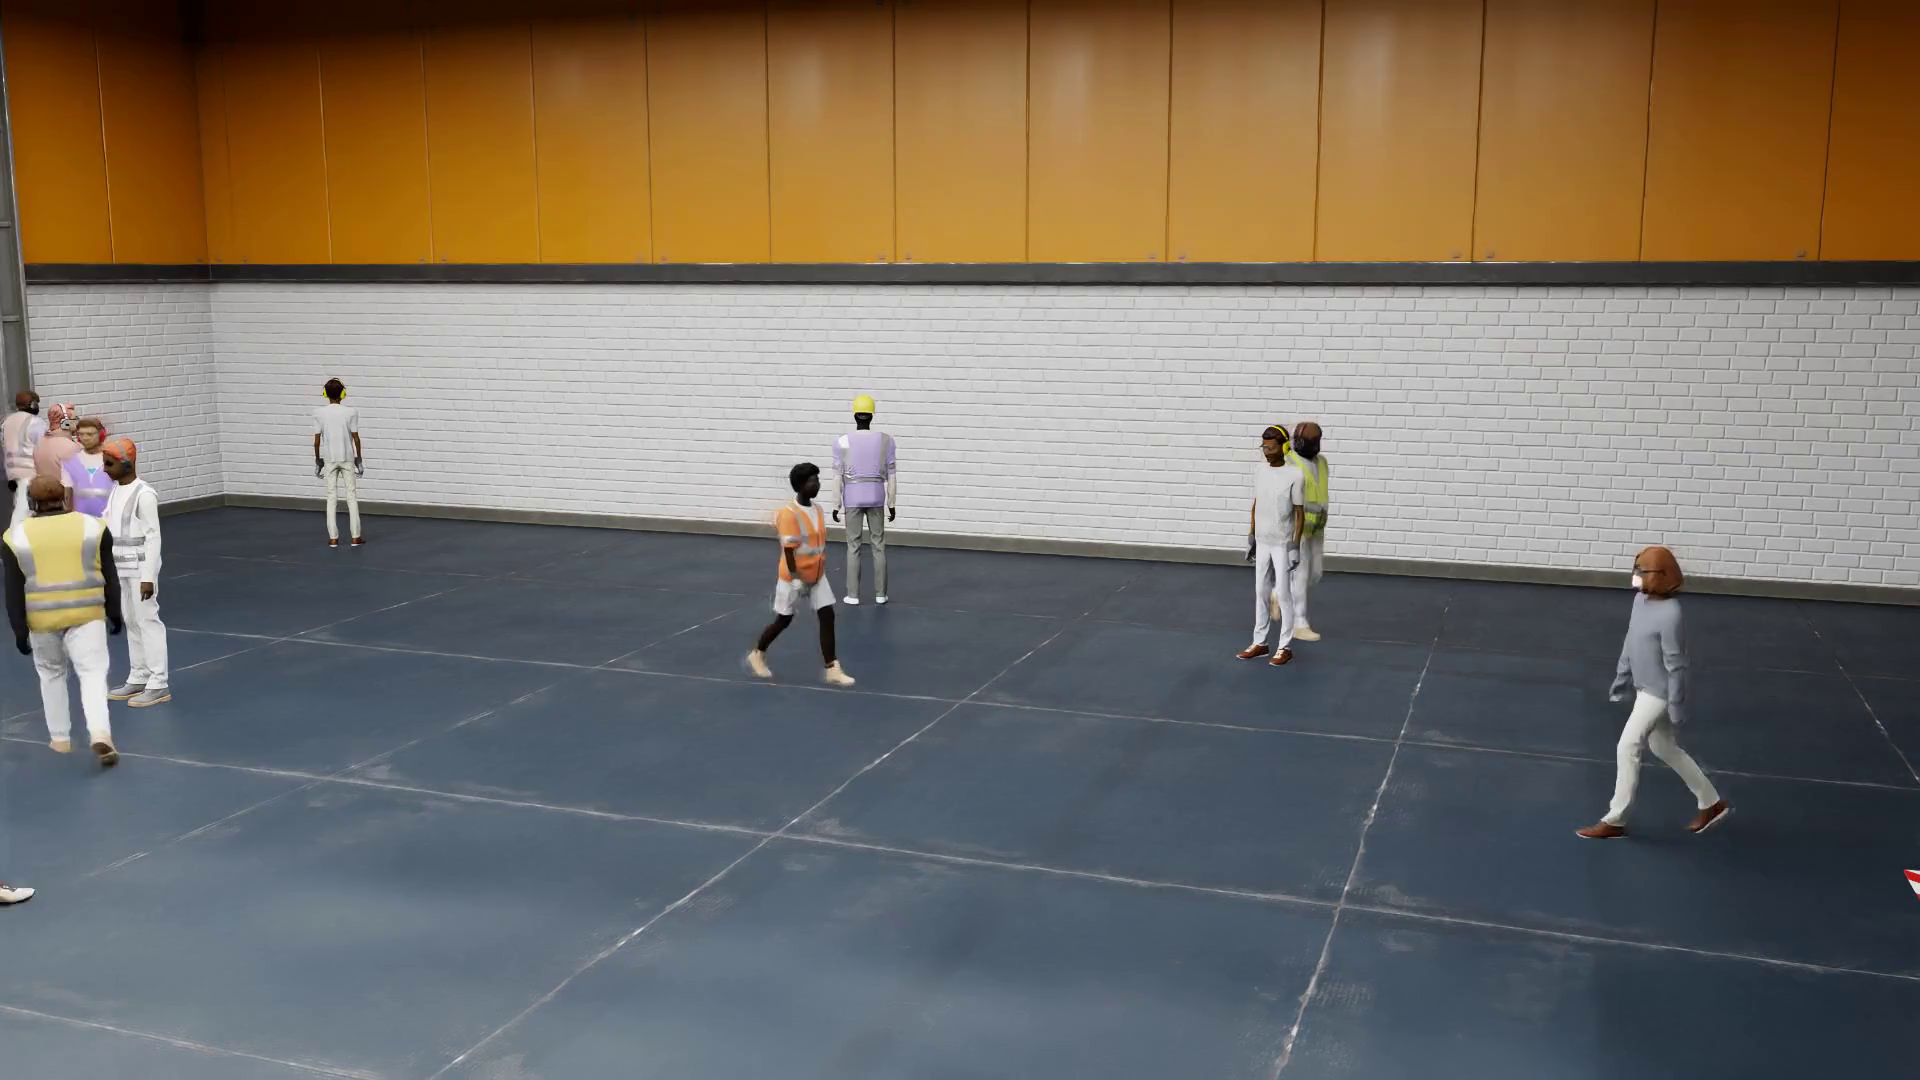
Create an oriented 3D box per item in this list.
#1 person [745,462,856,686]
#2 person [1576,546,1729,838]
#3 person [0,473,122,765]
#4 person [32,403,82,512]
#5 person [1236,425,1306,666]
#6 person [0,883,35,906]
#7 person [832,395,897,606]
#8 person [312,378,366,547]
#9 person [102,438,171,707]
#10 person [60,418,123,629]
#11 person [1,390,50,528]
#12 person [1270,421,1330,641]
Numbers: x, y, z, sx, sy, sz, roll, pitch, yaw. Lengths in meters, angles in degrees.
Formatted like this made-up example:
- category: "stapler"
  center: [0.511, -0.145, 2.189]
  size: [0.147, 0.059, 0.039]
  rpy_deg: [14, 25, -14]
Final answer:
- category: "person"
  center: [-1.205, 0.241, 12.237]
  size: [0.838, 1.662, 0.531]
  rpy_deg: [6, 11, 32]
- category: "person"
  center: [3.763, 0.813, 8.882]
  size: [0.798, 1.600, 0.500]
  rpy_deg: [1, 9, 7]
- category: "person"
  center: [-5.517, 0.498, 10.258]
  size: [0.640, 1.807, 0.859]
  rpy_deg: [-5, 10, -27]
- category: "person"
  center: [-7.710, -0.234, 14.435]
  size: [0.642, 1.909, 0.408]
  rpy_deg: [6, 11, 33]
- category: "person"
  center: [2.427, 0.038, 12.884]
  size: [0.327, 1.865, 0.521]
  rpy_deg: [-8, 12, -40]
- category: "person"
  center: [-4.890, 0.952, 7.657]
  size: [0.901, 1.719, 0.540]
  rpy_deg: [-4, 10, -24]
- category: "person"
  center: [-0.874, -0.359, 15.144]
  size: [0.595, 1.925, 0.371]
  rpy_deg: [-2, 9, -11]
- category: "person"
  center: [-6.874, -0.857, 18.413]
  size: [0.512, 1.873, 0.329]
  rpy_deg: [-2, 9, -13]
- category: "person"
  center: [-5.798, 0.222, 11.668]
  size: [0.573, 1.887, 0.355]
  rpy_deg: [8, 12, 40]
- category: "person"
  center: [-7.367, -0.139, 14.169]
  size: [0.584, 1.792, 0.963]
  rpy_deg: [-1, 9, -7]
- category: "person"
  center: [-9.744, -0.688, 17.608]
  size: [0.634, 1.778, 0.996]
  rpy_deg: [6, 11, 34]
- category: "person"
  center: [2.790, -0.093, 13.844]
  size: [0.638, 1.821, 0.628]
  rpy_deg: [-7, 12, -37]
